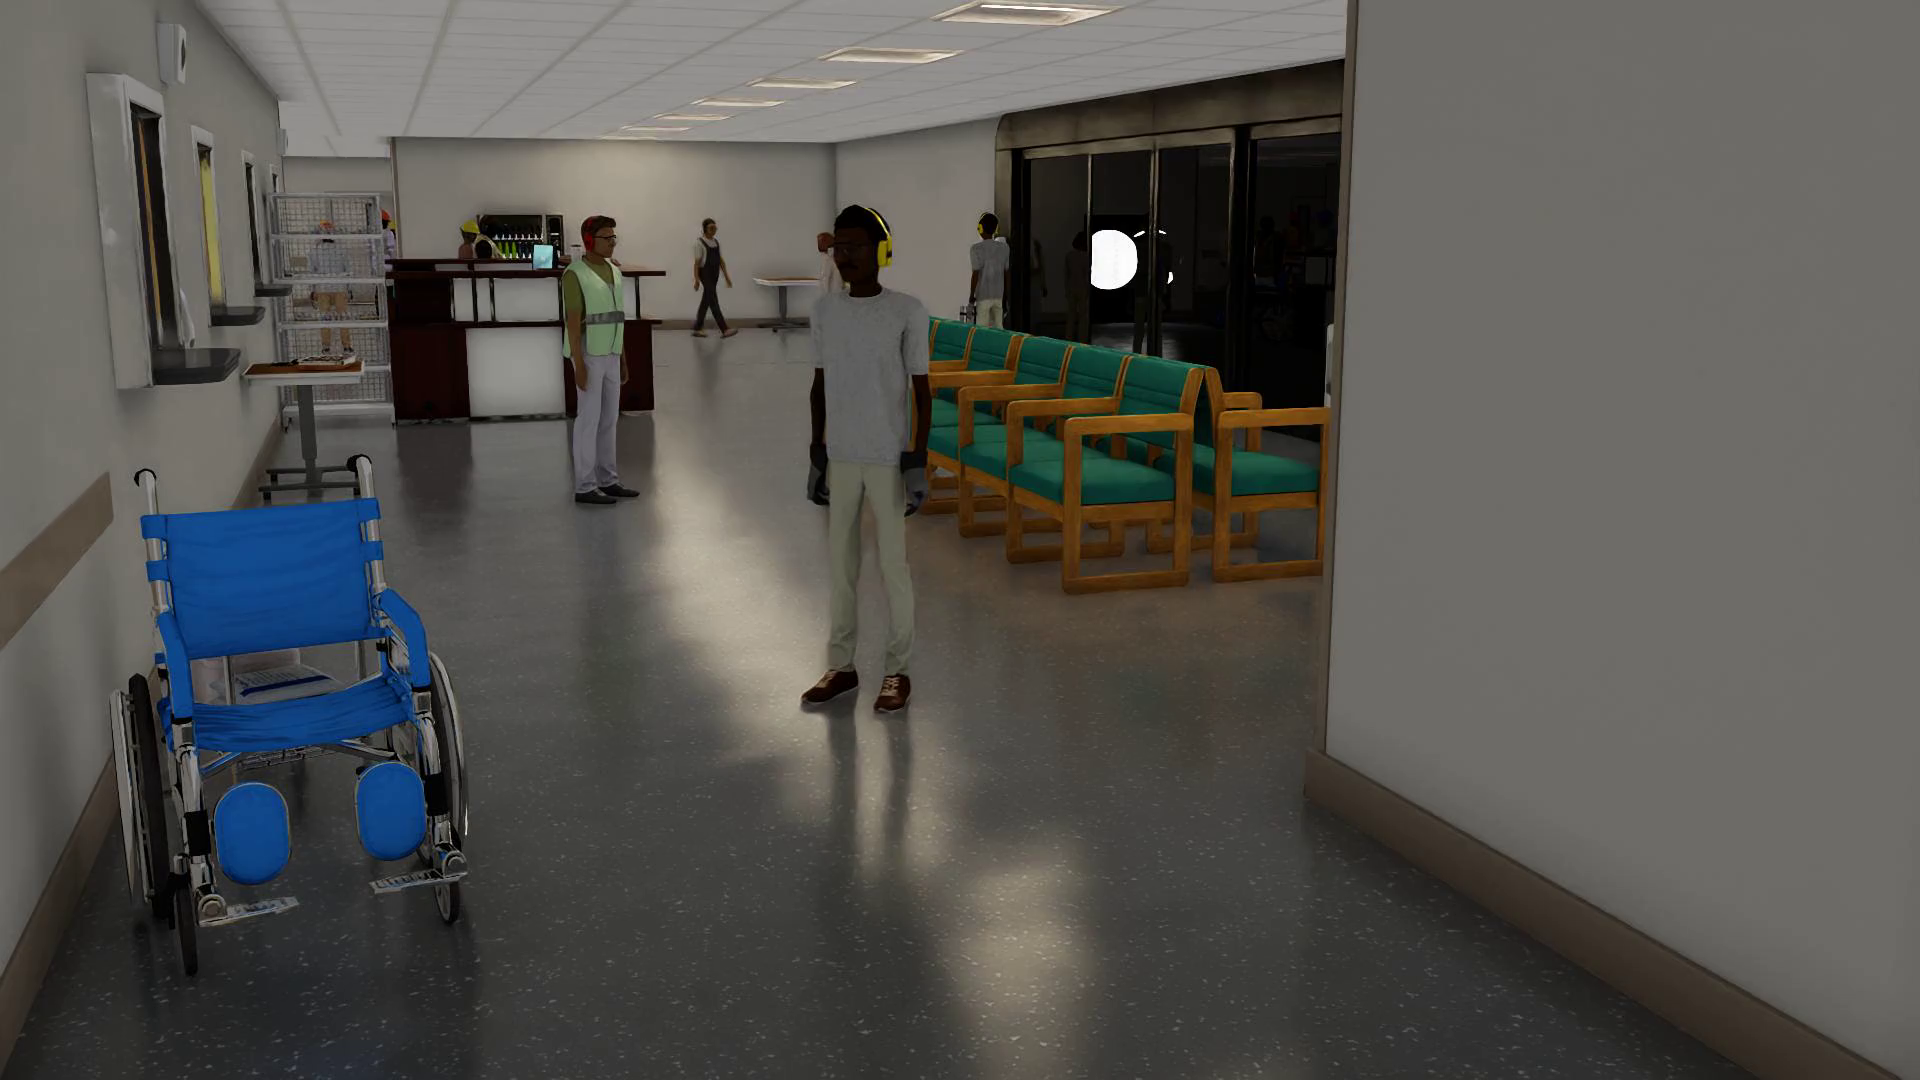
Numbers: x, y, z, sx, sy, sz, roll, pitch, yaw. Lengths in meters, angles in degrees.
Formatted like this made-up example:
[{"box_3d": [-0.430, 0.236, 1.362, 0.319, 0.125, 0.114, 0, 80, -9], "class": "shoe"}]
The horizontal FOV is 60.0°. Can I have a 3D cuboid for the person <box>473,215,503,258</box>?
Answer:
[{"box_3d": [-6.220, -3.362, 22.019, 0.430, 1.841, 0.624, -2, 11, -11], "class": "person"}]

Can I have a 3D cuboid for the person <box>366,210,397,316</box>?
[{"box_3d": [-9.971, -4.729, 28.798, 0.542, 1.929, 0.374, 3, 11, 16], "class": "person"}]

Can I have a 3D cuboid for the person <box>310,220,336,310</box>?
[{"box_3d": [-12.305, -5.318, 32.270, 0.648, 1.749, 0.534, -9, 14, -38], "class": "person"}]

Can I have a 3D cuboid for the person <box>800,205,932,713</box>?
[{"box_3d": [-0.345, -0.290, 6.167, 0.513, 1.872, 0.331, 5, 12, 24], "class": "person"}]

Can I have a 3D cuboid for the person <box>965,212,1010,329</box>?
[{"box_3d": [0.294, -2.553, 17.786, 0.519, 1.873, 0.328, -7, 13, -31], "class": "person"}]

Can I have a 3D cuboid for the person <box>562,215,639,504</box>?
[{"box_3d": [-2.344, -1.154, 10.699, 0.388, 1.838, 0.562, 4, 12, 20], "class": "person"}]

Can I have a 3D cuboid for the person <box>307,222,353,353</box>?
[{"box_3d": [-8.449, -3.383, 22.347, 0.568, 1.748, 0.340, -3, 12, -17], "class": "person"}]

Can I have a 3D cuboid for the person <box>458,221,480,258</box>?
[{"box_3d": [-6.606, -3.410, 22.469, 0.337, 1.761, 0.526, -7, 13, -31], "class": "person"}]

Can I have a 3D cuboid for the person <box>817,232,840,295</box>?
[{"box_3d": [-1.684, -3.119, 21.325, 0.288, 1.627, 0.506, 2, 11, 10], "class": "person"}]

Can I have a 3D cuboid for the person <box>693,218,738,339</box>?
[{"box_3d": [-3.742, -3.937, 25.082, 0.970, 1.794, 0.512, 6, 13, 28], "class": "person"}]
